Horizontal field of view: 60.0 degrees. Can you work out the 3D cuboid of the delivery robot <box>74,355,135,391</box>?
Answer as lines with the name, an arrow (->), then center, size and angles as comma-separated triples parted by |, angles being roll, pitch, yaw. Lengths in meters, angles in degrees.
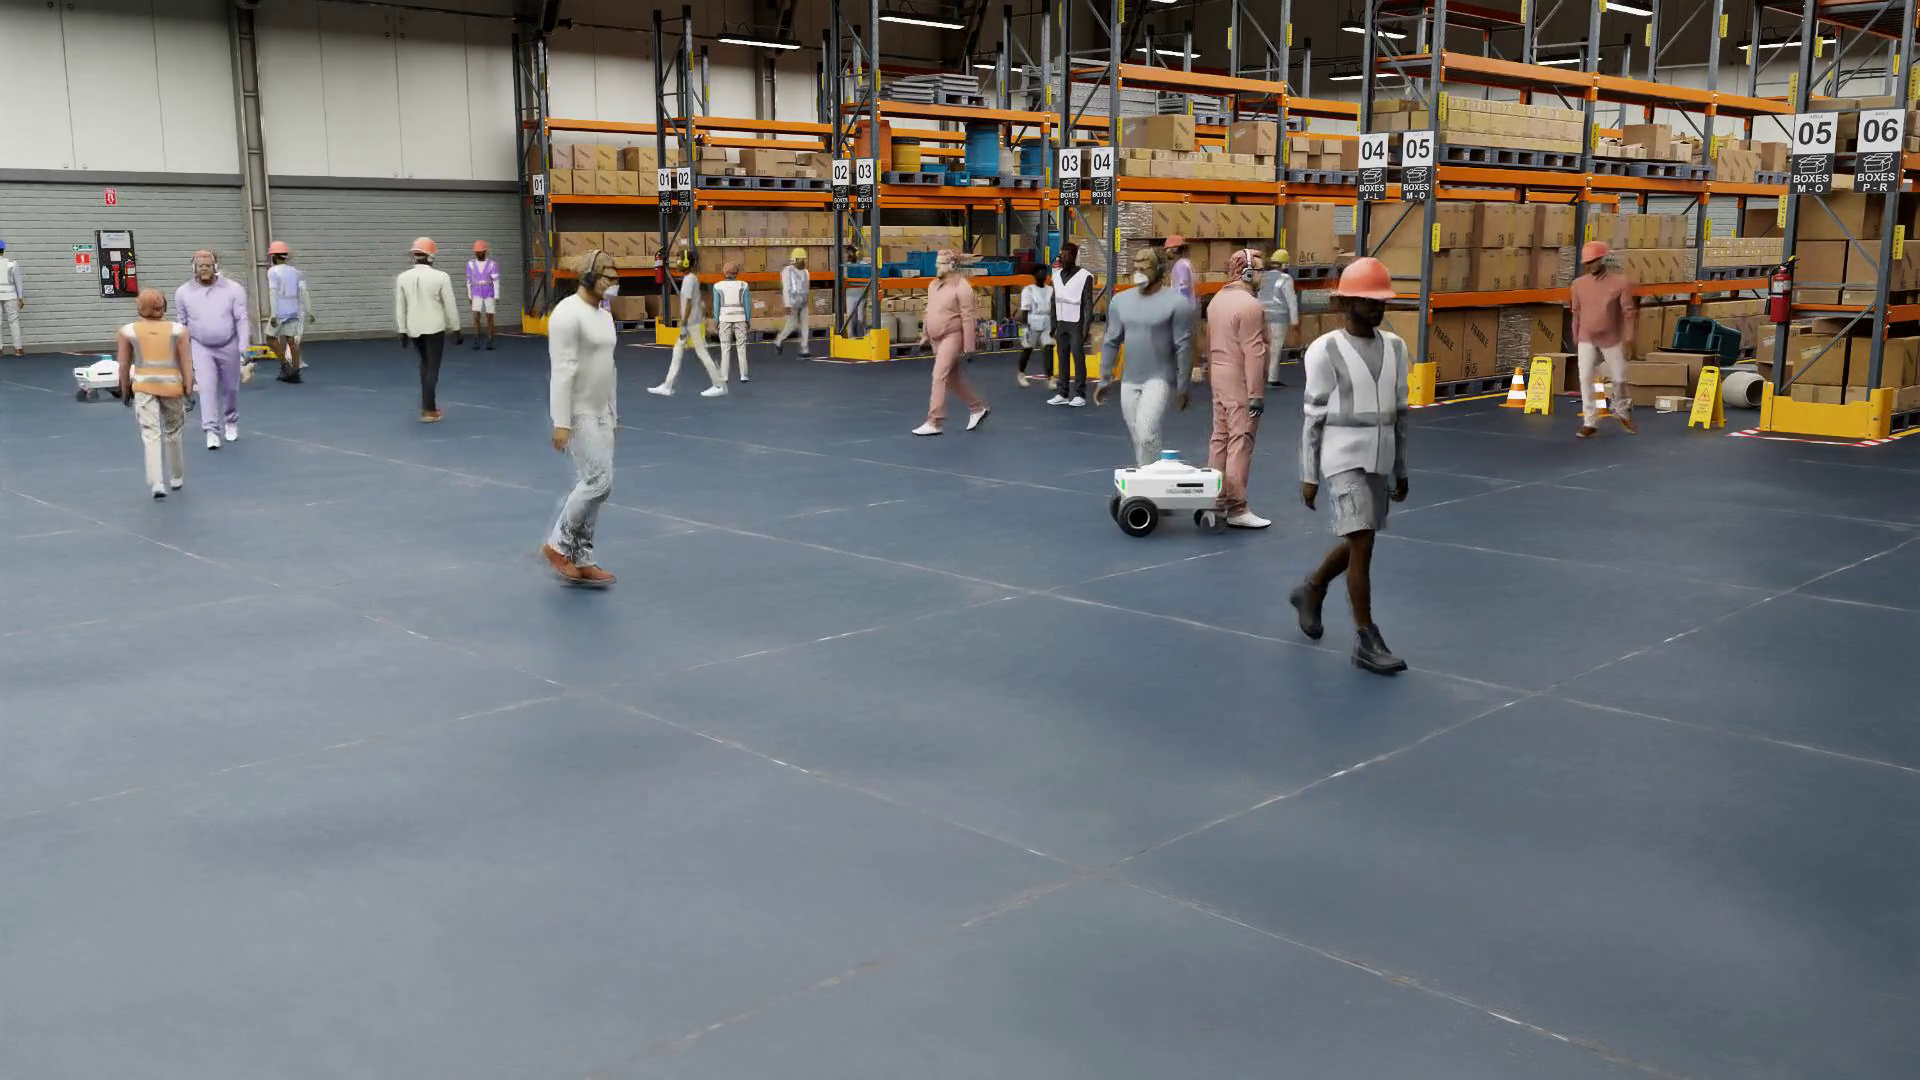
delivery robot -> -10.445, -2.027, 20.397 | 0.477, 0.478, 0.707 | 8, 13, 36

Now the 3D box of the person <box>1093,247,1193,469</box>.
person -> 1.257, -1.074, 11.647 | 0.646, 1.913, 0.777 | 8, 13, 39

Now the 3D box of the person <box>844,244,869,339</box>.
person -> -1.834, -4.331, 29.582 | 0.524, 1.846, 0.682 | 3, 11, 16

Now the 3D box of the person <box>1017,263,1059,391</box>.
person -> 0.995, -2.792, 21.725 | 0.534, 1.649, 0.908 | -5, 12, -27

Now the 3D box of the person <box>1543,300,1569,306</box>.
person -> 9.410, -3.827, 26.708 | 1.014, 1.883, 0.560 | -8, 13, -36

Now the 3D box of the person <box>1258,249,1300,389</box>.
person -> 4.186, -2.898, 21.854 | 0.452, 1.814, 0.608 | -6, 12, -29

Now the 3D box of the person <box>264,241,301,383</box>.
person -> -9.223, -3.101, 22.657 | 0.432, 1.919, 0.581 | 4, 11, 20

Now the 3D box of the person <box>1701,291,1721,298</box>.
person -> 14.032, -4.513, 31.185 | 0.348, 1.620, 0.508 | -5, 11, -25

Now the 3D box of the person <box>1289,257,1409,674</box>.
person -> 1.847, -0.382, 7.893 | 0.552, 1.908, 0.890 | -5, 12, -25

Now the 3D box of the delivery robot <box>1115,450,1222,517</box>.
delivery robot -> 1.423, -0.369, 11.355 | 0.707, 0.478, 0.477 | 0, 10, -2

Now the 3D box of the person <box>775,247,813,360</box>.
person -> -2.683, -3.840, 26.992 | 0.682, 1.814, 0.607 | 9, 14, 41

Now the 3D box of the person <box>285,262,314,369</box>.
person -> -9.985, -3.334, 24.797 | 0.522, 1.605, 0.814 | 2, 11, 9

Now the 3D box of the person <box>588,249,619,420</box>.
person -> -3.968, -2.219, 18.057 | 0.395, 1.847, 0.564 | -4, 11, -21

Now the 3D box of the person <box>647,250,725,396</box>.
person -> -3.409, -2.699, 20.758 | 0.968, 1.818, 0.545 | -2, 11, -12

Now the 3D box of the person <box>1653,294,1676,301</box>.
person -> 13.046, -4.615, 31.053 | 0.590, 1.866, 0.571 | 9, 14, 41

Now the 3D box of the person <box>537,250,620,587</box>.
person -> -2.111, -0.682, 9.483 | 0.423, 1.915, 0.657 | 2, 11, 11

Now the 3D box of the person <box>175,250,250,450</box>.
person -> -7.166, -1.848, 15.999 | 0.633, 1.870, 0.973 | -4, 11, -23

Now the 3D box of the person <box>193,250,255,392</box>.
person -> -9.648, -2.857, 21.605 | 0.724, 1.818, 0.626 | -4, 11, -20

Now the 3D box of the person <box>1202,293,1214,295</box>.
person -> 5.909, -6.157, 39.329 | 0.616, 1.931, 0.961 | 7, 12, 32

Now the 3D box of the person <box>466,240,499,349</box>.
person -> -8.370, -4.288, 29.175 | 0.563, 1.900, 0.796 | -1, 10, -7

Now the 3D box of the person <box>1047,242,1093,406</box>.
person -> 1.315, -2.552, 19.685 | 0.597, 1.914, 0.372 | 10, 14, 42

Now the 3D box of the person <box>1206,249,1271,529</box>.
person -> 1.947, -1.049, 11.513 | 0.402, 1.906, 0.652 | -3, 11, -17

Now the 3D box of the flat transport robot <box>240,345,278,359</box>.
flat transport robot -> -11.724, -2.999, 26.725 | 0.652, 0.197, 1.431 | 6, 12, 28

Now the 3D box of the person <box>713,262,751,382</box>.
person -> -3.116, -2.980, 22.779 | 0.513, 1.639, 0.307 | -2, 11, -9

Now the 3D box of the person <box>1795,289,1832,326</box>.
person -> 13.627, -3.756, 26.496 | 0.642, 1.822, 0.535 | 10, 14, 43

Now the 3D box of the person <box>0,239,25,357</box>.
person -> -15.887, -4.020, 27.602 | 0.618, 1.945, 0.394 | -5, 11, -24

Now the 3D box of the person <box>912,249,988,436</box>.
person -> -0.081, -2.026, 16.955 | 0.948, 1.873, 0.634 | -6, 12, -31

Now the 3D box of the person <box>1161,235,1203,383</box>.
person -> 2.951, -3.135, 22.626 | 0.845, 1.998, 0.617 | 2, 11, 13

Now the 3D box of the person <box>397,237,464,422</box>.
person -> -5.743, -2.299, 18.165 | 0.623, 1.967, 0.767 | 3, 11, 16

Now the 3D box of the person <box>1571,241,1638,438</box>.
person -> 6.459, -2.013, 16.670 | 0.648, 1.956, 0.818 | 8, 13, 36

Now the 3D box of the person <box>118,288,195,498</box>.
person -> -6.206, -1.140, 12.856 | 0.530, 1.596, 0.851 | -5, 11, -24

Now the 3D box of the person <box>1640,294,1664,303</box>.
person -> 12.286, -4.402, 29.844 | 1.014, 1.896, 0.638 | -8, 13, -38
